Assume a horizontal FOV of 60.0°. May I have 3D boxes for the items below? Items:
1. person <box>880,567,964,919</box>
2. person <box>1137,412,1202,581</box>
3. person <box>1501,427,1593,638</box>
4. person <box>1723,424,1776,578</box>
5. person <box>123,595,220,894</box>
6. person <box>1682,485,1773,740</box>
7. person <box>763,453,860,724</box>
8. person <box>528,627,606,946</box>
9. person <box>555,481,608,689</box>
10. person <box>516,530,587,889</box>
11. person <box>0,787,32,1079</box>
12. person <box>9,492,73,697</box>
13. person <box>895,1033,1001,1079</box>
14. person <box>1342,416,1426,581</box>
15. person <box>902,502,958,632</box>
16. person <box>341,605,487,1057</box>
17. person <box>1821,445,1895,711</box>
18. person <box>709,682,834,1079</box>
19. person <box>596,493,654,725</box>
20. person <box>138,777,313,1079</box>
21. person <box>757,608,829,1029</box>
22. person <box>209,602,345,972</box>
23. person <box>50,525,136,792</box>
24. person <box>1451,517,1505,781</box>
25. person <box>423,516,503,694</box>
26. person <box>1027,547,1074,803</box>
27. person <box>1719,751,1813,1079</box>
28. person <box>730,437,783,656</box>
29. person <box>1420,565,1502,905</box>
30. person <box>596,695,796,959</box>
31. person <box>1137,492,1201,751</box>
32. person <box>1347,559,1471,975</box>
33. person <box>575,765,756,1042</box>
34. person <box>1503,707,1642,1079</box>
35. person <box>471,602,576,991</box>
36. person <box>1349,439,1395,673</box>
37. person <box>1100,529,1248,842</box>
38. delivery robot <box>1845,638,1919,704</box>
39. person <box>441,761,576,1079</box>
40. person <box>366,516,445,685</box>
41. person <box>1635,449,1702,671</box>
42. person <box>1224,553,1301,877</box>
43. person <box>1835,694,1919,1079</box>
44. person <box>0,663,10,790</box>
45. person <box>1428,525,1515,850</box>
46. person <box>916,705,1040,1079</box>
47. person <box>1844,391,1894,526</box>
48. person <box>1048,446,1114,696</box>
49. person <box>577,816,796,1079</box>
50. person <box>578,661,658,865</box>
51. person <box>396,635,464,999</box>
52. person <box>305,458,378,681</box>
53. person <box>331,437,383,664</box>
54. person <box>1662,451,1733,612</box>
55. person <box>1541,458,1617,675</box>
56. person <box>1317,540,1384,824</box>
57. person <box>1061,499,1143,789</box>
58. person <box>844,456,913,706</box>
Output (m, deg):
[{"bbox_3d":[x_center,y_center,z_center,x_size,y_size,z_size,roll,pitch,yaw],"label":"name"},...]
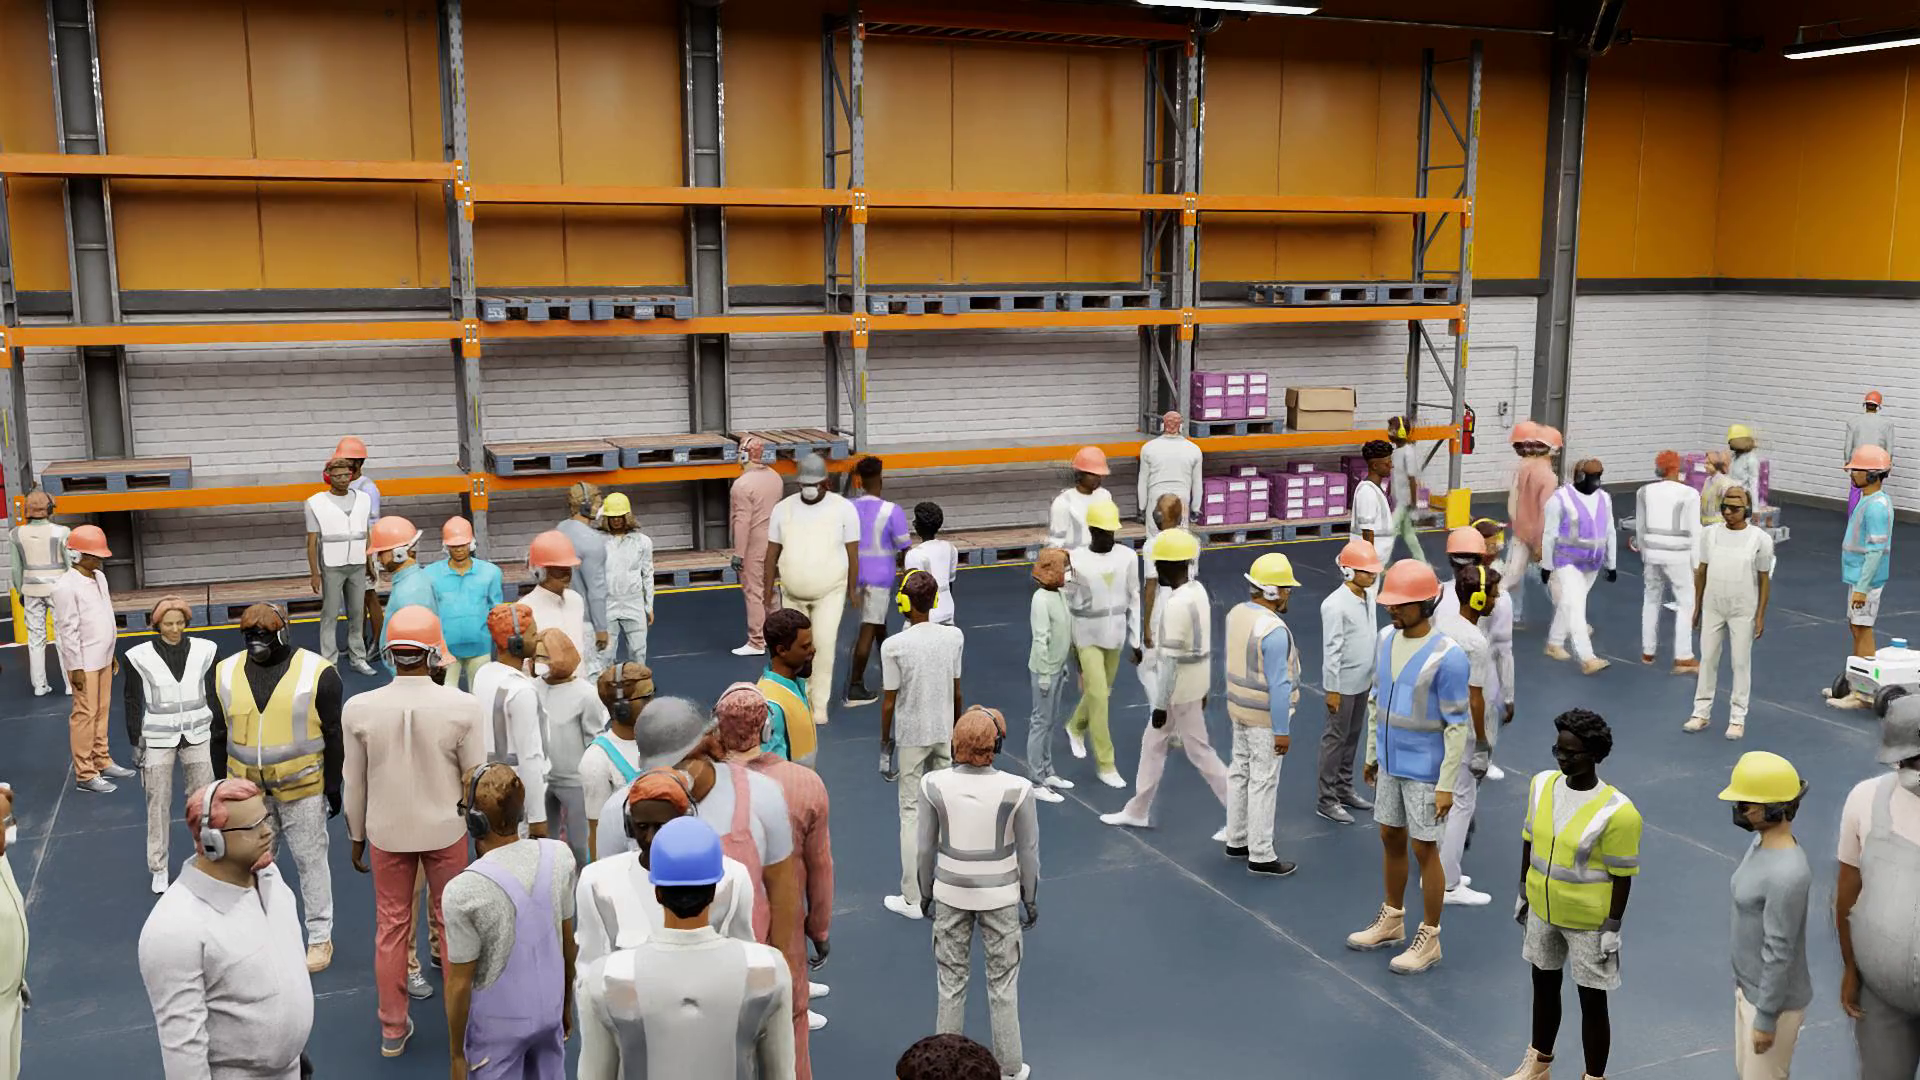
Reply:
[{"bbox_3d":[-0.201,1.068,8.797,0.504,1.861,0.328,-5,11,-29],"label":"person"},{"bbox_3d":[2.127,-0.357,16.909,0.655,1.894,0.401,0,10,0],"label":"person"},{"bbox_3d":[5.211,-0.058,15.084,1.018,1.945,0.608,-3,10,-15],"label":"person"},{"bbox_3d":[8.292,-0.372,17.518,0.721,1.710,0.489,-1,10,-7],"label":"person"},{"bbox_3d":[-4.315,1.110,9.179,0.513,1.638,0.309,-8,12,-37],"label":"person"},{"bbox_3d":[5.548,0.518,11.993,0.505,1.845,0.345,9,13,43],"label":"person"},{"bbox_3d":[-1.129,0.338,12.466,0.711,2.000,0.577,2,10,10],"label":"person"},{"bbox_3d":[-2.030,1.241,8.437,0.509,1.631,0.268,4,11,21],"label":"person"},{"bbox_3d":[-2.607,0.556,11.506,0.372,1.939,0.629,-8,12,-37],"label":"person"},{"bbox_3d":[-2.243,0.930,9.212,0.401,1.998,0.618,4,11,21],"label":"person"},{"bbox_3d":[-3.467,1.668,5.979,0.289,1.633,0.499,-3,10,-19],"label":"person"},{"bbox_3d":[-7.175,0.430,13.091,0.514,1.640,0.311,0,10,-2],"label":"person"},{"bbox_3d":[0.010,1.952,3.517,0.379,1.918,0.596,1,10,4],"label":"person"},{"bbox_3d":[4.435,-0.358,17.099,0.970,1.816,0.561,1,10,4],"label":"person"},{"bbox_3d":[-0.227,0.562,12.166,0.319,1.696,0.532,7,12,36],"label":"person"},{"bbox_3d":[-2.363,1.268,7.283,0.622,1.987,0.406,-2,10,-11],"label":"person"},{"bbox_3d":[6.896,0.289,12.740,0.374,2.044,0.607,4,11,23],"label":"person"},{"bbox_3d":[-0.805,1.476,6.299,0.650,1.906,0.401,-2,10,-13],"label":"person"},{"bbox_3d":[-2.511,0.510,12.334,0.492,1.742,0.319,-2,10,-12],"label":"person"},{"bbox_3d":[-2.211,1.668,5.175,0.407,1.914,0.639,1,10,5],"label":"person"},{"bbox_3d":[-0.804,1.248,7.574,0.390,1.919,0.591,0,10,-1],"label":"person"},{"bbox_3d":[-3.313,1.200,8.077,0.633,1.841,0.429,0,10,-2],"label":"person"},{"bbox_3d":[-5.661,0.763,10.869,0.339,1.742,0.563,-1,10,-5],"label":"person"},{"bbox_3d":[3.347,0.732,10.800,0.568,1.826,0.458,-7,12,-36],"label":"person"},{"bbox_3d":[-3.337,0.704,11.177,0.563,1.753,0.335,-4,11,-21],"label":"person"},{"bbox_3d":[0.588,0.848,10.695,0.278,1.634,0.498,3,10,17],"label":"person"},{"bbox_3d":[2.847,1.612,5.947,0.345,1.758,0.532,3,10,18],"label":"person"},{"bbox_3d":[-1.801,0.055,14.483,0.399,1.908,0.643,5,11,26],"label":"person"},{"bbox_3d":[2.705,1.044,8.948,0.346,1.856,0.527,-2,10,-11],"label":"person"},{"bbox_3d":[-0.961,1.442,6.103,0.706,2.000,0.872,-3,10,-18],"label":"person"},{"bbox_3d":[1.474,0.573,11.741,0.528,1.818,0.406,-5,11,-29],"label":"person"},{"bbox_3d":[2.171,1.094,8.113,0.395,2.038,0.614,-5,11,-25],"label":"person"},{"bbox_3d":[-0.946,1.644,5.396,0.576,1.881,0.352,-1,10,-4],"label":"person"},{"bbox_3d":[2.469,1.506,6.726,0.318,1.697,0.535,-6,12,-31],"label":"person"},{"bbox_3d":[-2.092,1.222,7.827,0.360,1.882,0.575,-7,12,-36],"label":"person"},{"bbox_3d":[3.423,0.136,13.843,0.368,1.966,0.603,2,10,14],"label":"person"},{"bbox_3d":[1.354,0.865,9.899,0.967,1.887,0.600,2,10,14],"label":"person"},{"bbox_3d":[7.143,0.995,12.686,0.707,0.478,0.477,-3,10,-16],"label":"delivery robot"},{"bbox_3d":[-1.505,1.635,5.594,0.342,1.840,0.505,8,13,39],"label":"person"},{"bbox_3d":[-3.223,0.836,9.752,0.403,1.986,0.613,-2,10,-12],"label":"person"},{"bbox_3d":[5.975,0.173,14.017,0.368,1.849,0.713,-7,12,-36],"label":"person"},{"bbox_3d":[1.712,0.976,9.398,0.403,1.827,0.599,-3,10,-17],"label":"person"},{"bbox_3d":[3.396,1.501,5.764,0.551,2.000,0.749,-9,14,-43],"label":"person"},{"bbox_3d":[-6.389,0.739,10.502,0.590,1.922,0.399,-3,10,-19],"label":"person"},{"bbox_3d":[2.934,0.881,9.735,0.588,1.906,0.671,6,11,30],"label":"person"},{"bbox_3d":[0.074,1.499,6.931,0.521,1.639,0.311,2,10,11],"label":"person"},{"bbox_3d":[11.521,-1.018,21.097,0.562,1.753,0.327,6,12,33],"label":"person"},{"bbox_3d":[0.892,0.229,13.220,0.784,2.015,0.628,10,14,44],"label":"person"},{"bbox_3d":[-0.766,1.736,4.729,0.618,1.933,0.419,-3,10,-16],"label":"person"},{"bbox_3d":[-1.350,1.407,6.872,0.345,1.847,0.508,3,10,16],"label":"person"},{"bbox_3d":[-2.513,1.271,7.904,0.336,1.753,0.571,5,11,27],"label":"person"},{"bbox_3d":[-5.070,0.233,13.634,0.372,1.843,0.570,8,13,38],"label":"person"},{"bbox_3d":[-5.153,0.087,14.196,0.545,1.942,0.351,8,13,40],"label":"person"},{"bbox_3d":[7.313,-0.071,16.108,0.850,1.596,0.516,2,10,10],"label":"person"},{"bbox_3d":[5.241,0.205,13.977,0.636,1.788,0.972,-3,10,-19],"label":"person"},{"bbox_3d":[2.432,0.859,10.290,0.342,1.748,0.572,7,12,37],"label":"person"},{"bbox_3d":[0.907,0.638,11.188,0.589,1.896,0.925,-5,11,-27],"label":"person"},{"bbox_3d":[-0.607,0.298,13.057,0.660,1.901,0.978,7,12,36],"label":"person"}]
